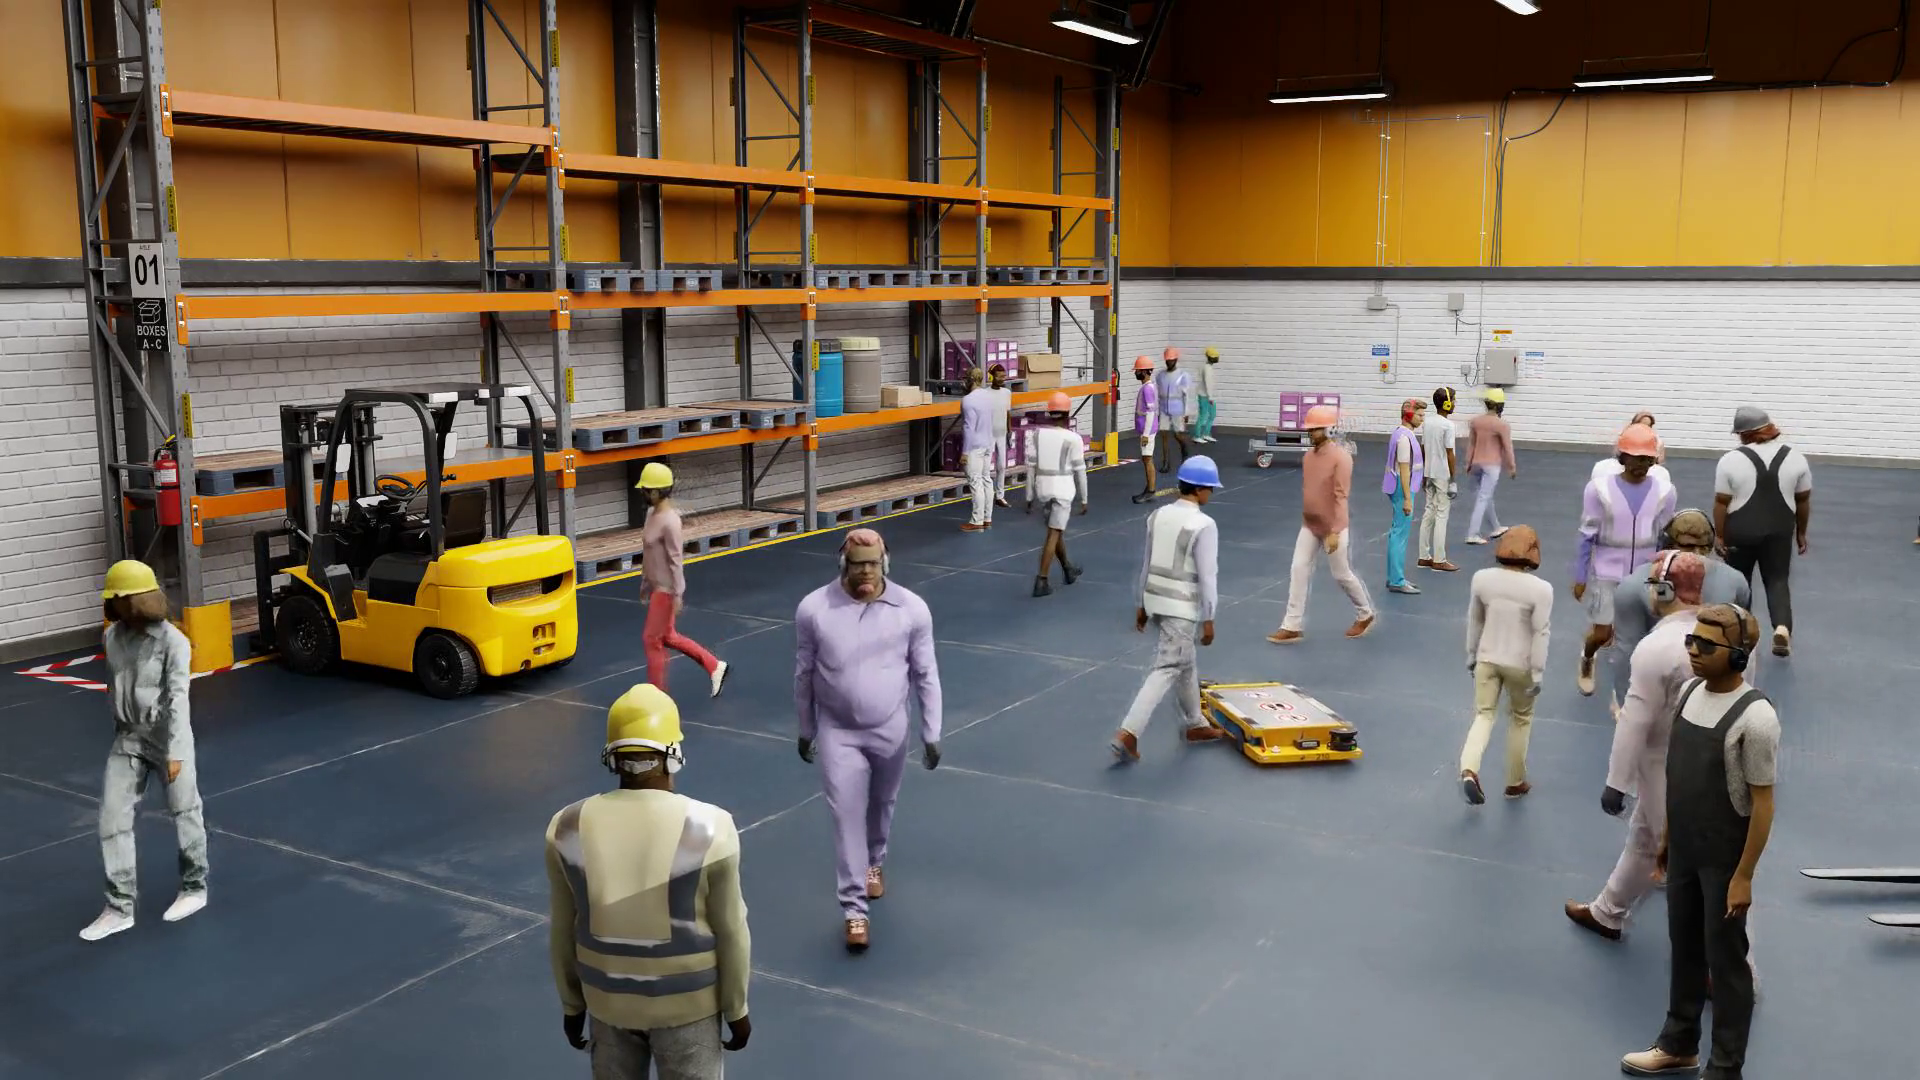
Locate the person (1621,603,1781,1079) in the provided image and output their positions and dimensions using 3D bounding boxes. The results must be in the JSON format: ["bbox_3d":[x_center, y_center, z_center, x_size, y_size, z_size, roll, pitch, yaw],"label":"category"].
[{"bbox_3d":[2.701,1.133,6.013,0.345,1.847,0.506,-2,9,-12],"label":"person"}]

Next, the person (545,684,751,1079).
[{"bbox_3d":[-0.900,1.327,4.885,0.595,1.825,0.403,2,9,10],"label":"person"}]

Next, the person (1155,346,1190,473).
[{"bbox_3d":[3.242,-1.985,25.244,0.550,1.920,0.644,5,10,29],"label":"person"}]

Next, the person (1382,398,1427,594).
[{"bbox_3d":[4.187,-0.419,15.724,0.389,1.838,0.563,2,9,11],"label":"person"}]

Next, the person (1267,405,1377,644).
[{"bbox_3d":[3.009,-0.130,13.566,0.989,1.956,0.620,-5,10,-28],"label":"person"}]

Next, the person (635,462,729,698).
[{"bbox_3d":[-1.957,0.323,11.398,0.726,1.742,0.530,-4,10,-23],"label":"person"}]

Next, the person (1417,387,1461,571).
[{"bbox_3d":[4.871,-0.617,16.860,0.319,1.871,0.532,-3,10,-20],"label":"person"}]

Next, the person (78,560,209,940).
[{"bbox_3d":[-3.732,0.948,7.531,0.509,1.714,0.736,3,10,17],"label":"person"}]

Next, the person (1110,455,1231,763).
[{"bbox_3d":[1.289,0.422,10.330,0.977,1.896,0.659,-5,10,-27],"label":"person"}]

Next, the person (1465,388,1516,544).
[{"bbox_3d":[5.977,-0.824,18.596,0.864,1.726,0.546,-5,11,-30],"label":"person"}]

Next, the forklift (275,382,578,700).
[{"bbox_3d":[-3.974,-0.067,12.417,2.313,2.155,1.214,5,11,30],"label":"forklift"}]

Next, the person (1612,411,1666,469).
[{"bbox_3d":[6.846,-0.490,16.804,0.549,1.624,0.381,1,9,3],"label":"person"}]

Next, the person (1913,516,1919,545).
[{"bbox_3d":[10.845,-0.890,18.271,0.609,1.958,0.833,8,12,42],"label":"person"}]

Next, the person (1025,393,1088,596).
[{"bbox_3d":[0.948,-0.446,15.731,0.567,1.881,1.013,6,11,33],"label":"person"}]

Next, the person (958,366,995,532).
[{"bbox_3d":[0.187,-1.056,19.384,0.376,1.940,0.629,5,10,27],"label":"person"}]

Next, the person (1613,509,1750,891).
[{"bbox_3d":[3.444,0.798,7.920,0.664,1.902,0.723,1,9,5],"label":"person"}]

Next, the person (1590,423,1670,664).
[{"bbox_3d":[5.144,0.024,12.856,0.613,1.870,0.473,5,10,27],"label":"person"}]

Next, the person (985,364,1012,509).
[{"bbox_3d":[0.455,-1.326,21.328,0.516,1.860,0.317,-6,11,-31],"label":"person"}]

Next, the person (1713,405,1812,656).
[{"bbox_3d":[6.290,-0.098,13.087,0.728,2.000,0.778,2,9,10],"label":"person"}]

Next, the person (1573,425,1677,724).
[{"bbox_3d":[4.465,0.209,11.248,0.633,2.018,0.690,1,9,5],"label":"person"}]

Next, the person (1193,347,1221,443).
[{"bbox_3d":[4.374,-2.560,29.426,0.536,1.715,0.553,4,10,21],"label":"person"}]

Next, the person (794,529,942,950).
[{"bbox_3d":[-0.423,0.861,7.696,0.667,1.853,1.017,-1,9,-8],"label":"person"}]

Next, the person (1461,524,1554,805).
[{"bbox_3d":[3.042,0.713,9.376,0.514,1.603,0.675,8,12,42],"label":"person"}]

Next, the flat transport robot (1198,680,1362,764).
[{"bbox_3d":[2.014,1.153,10.789,0.652,0.197,1.431,-2,9,-10],"label":"flat transport robot"}]

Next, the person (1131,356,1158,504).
[{"bbox_3d":[2.408,-1.438,21.776,0.374,1.935,0.552,1,9,6],"label":"person"}]

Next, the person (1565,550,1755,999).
[{"bbox_3d":[3.042,0.962,7.111,0.659,1.849,1.037,-7,11,-36],"label":"person"}]
